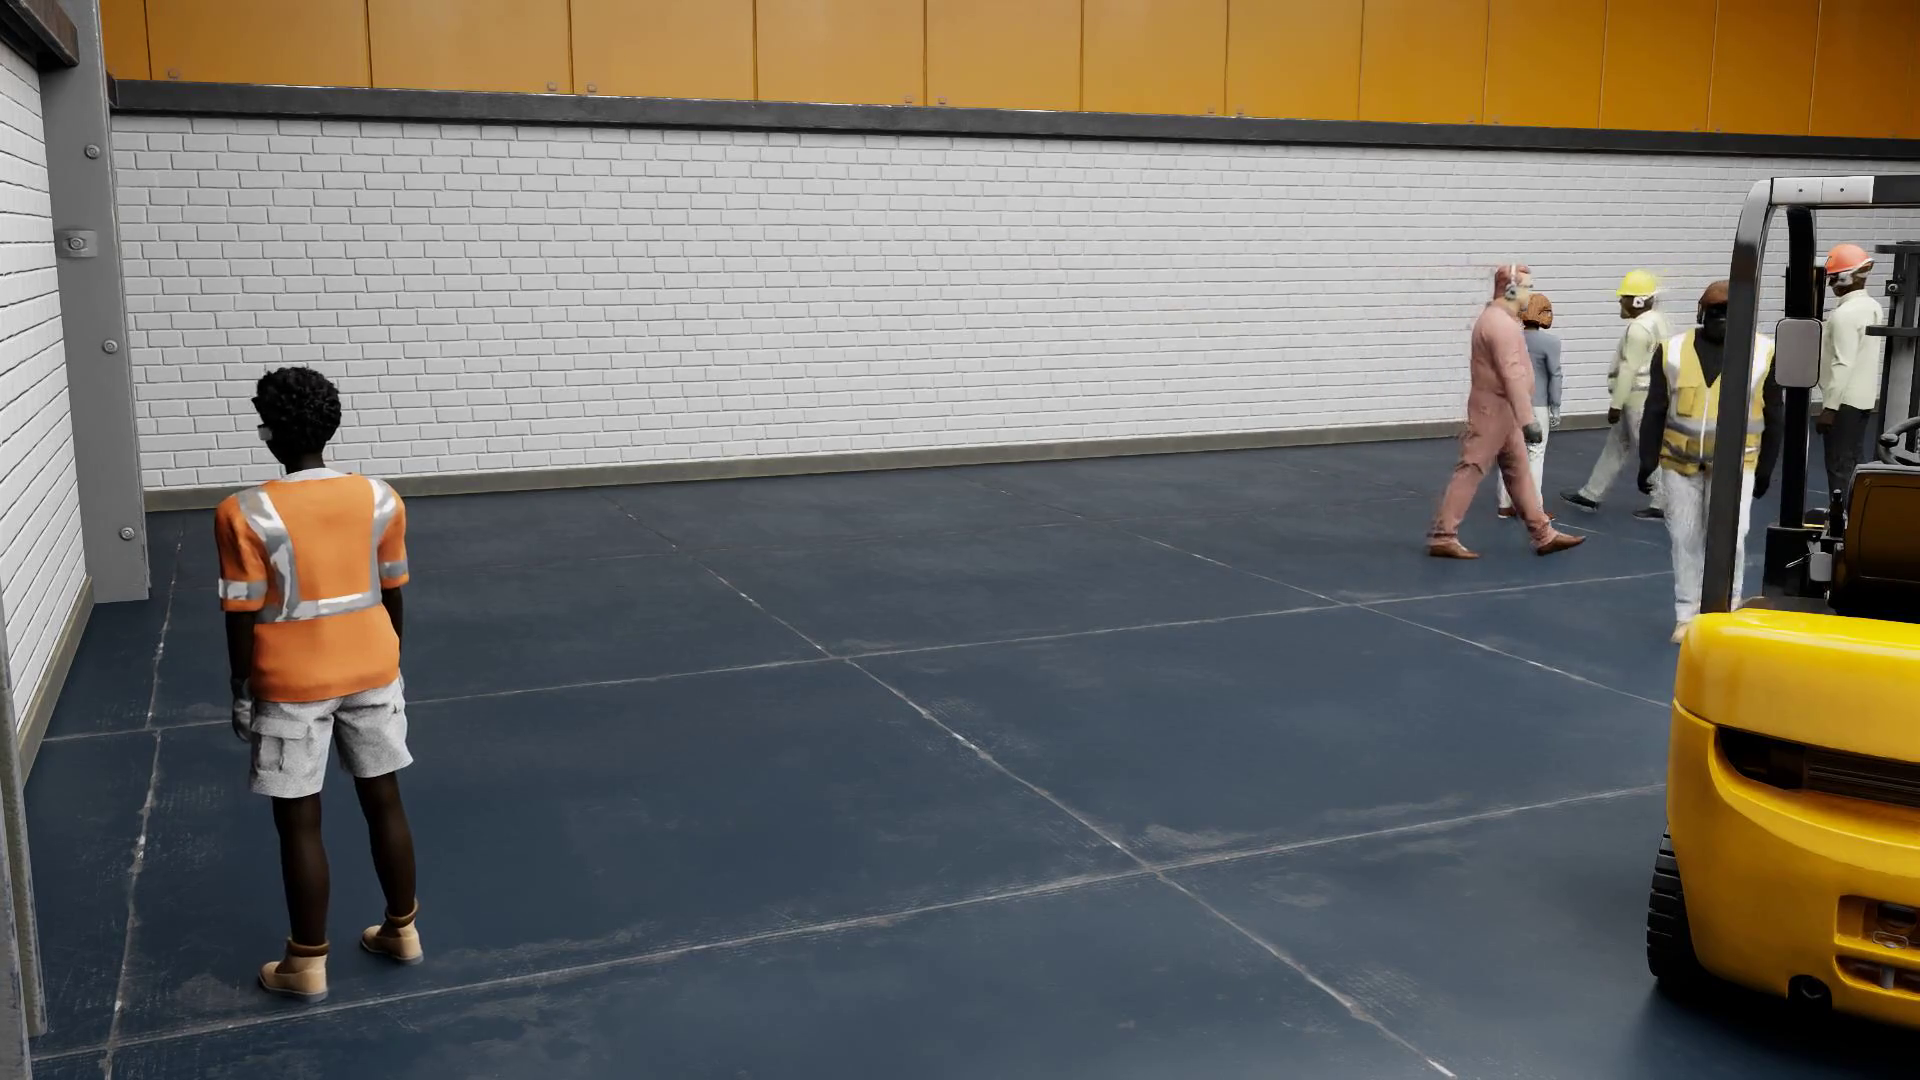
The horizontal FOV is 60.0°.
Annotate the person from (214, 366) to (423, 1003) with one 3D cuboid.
[{"bbox_3d":[-1.712,0.380,4.480,0.320,1.691,0.528,9,13,39],"label":"person"}]

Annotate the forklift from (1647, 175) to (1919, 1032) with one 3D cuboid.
[{"bbox_3d":[2.810,0.094,4.662,1.214,2.155,2.313,7,12,34],"label":"forklift"}]

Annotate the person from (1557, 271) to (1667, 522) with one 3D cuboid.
[{"bbox_3d":[4.806,-1.037,12.018,0.850,1.786,0.609,6,12,29],"label":"person"}]

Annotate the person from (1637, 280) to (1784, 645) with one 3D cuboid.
[{"bbox_3d":[3.690,-0.366,8.221,0.622,1.822,0.457,7,12,34],"label":"person"}]

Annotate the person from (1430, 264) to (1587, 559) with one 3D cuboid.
[{"bbox_3d":[3.455,-0.777,10.398,0.991,1.855,0.659,3,11,17],"label":"person"}]

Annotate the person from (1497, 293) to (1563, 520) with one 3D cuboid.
[{"bbox_3d":[4.087,-0.950,11.959,0.265,1.631,0.507,-8,13,-38],"label":"person"}]

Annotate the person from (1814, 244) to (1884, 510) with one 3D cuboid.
[{"bbox_3d":[5.608,-0.876,10.583,0.396,1.985,0.608,10,14,43],"label":"person"}]
